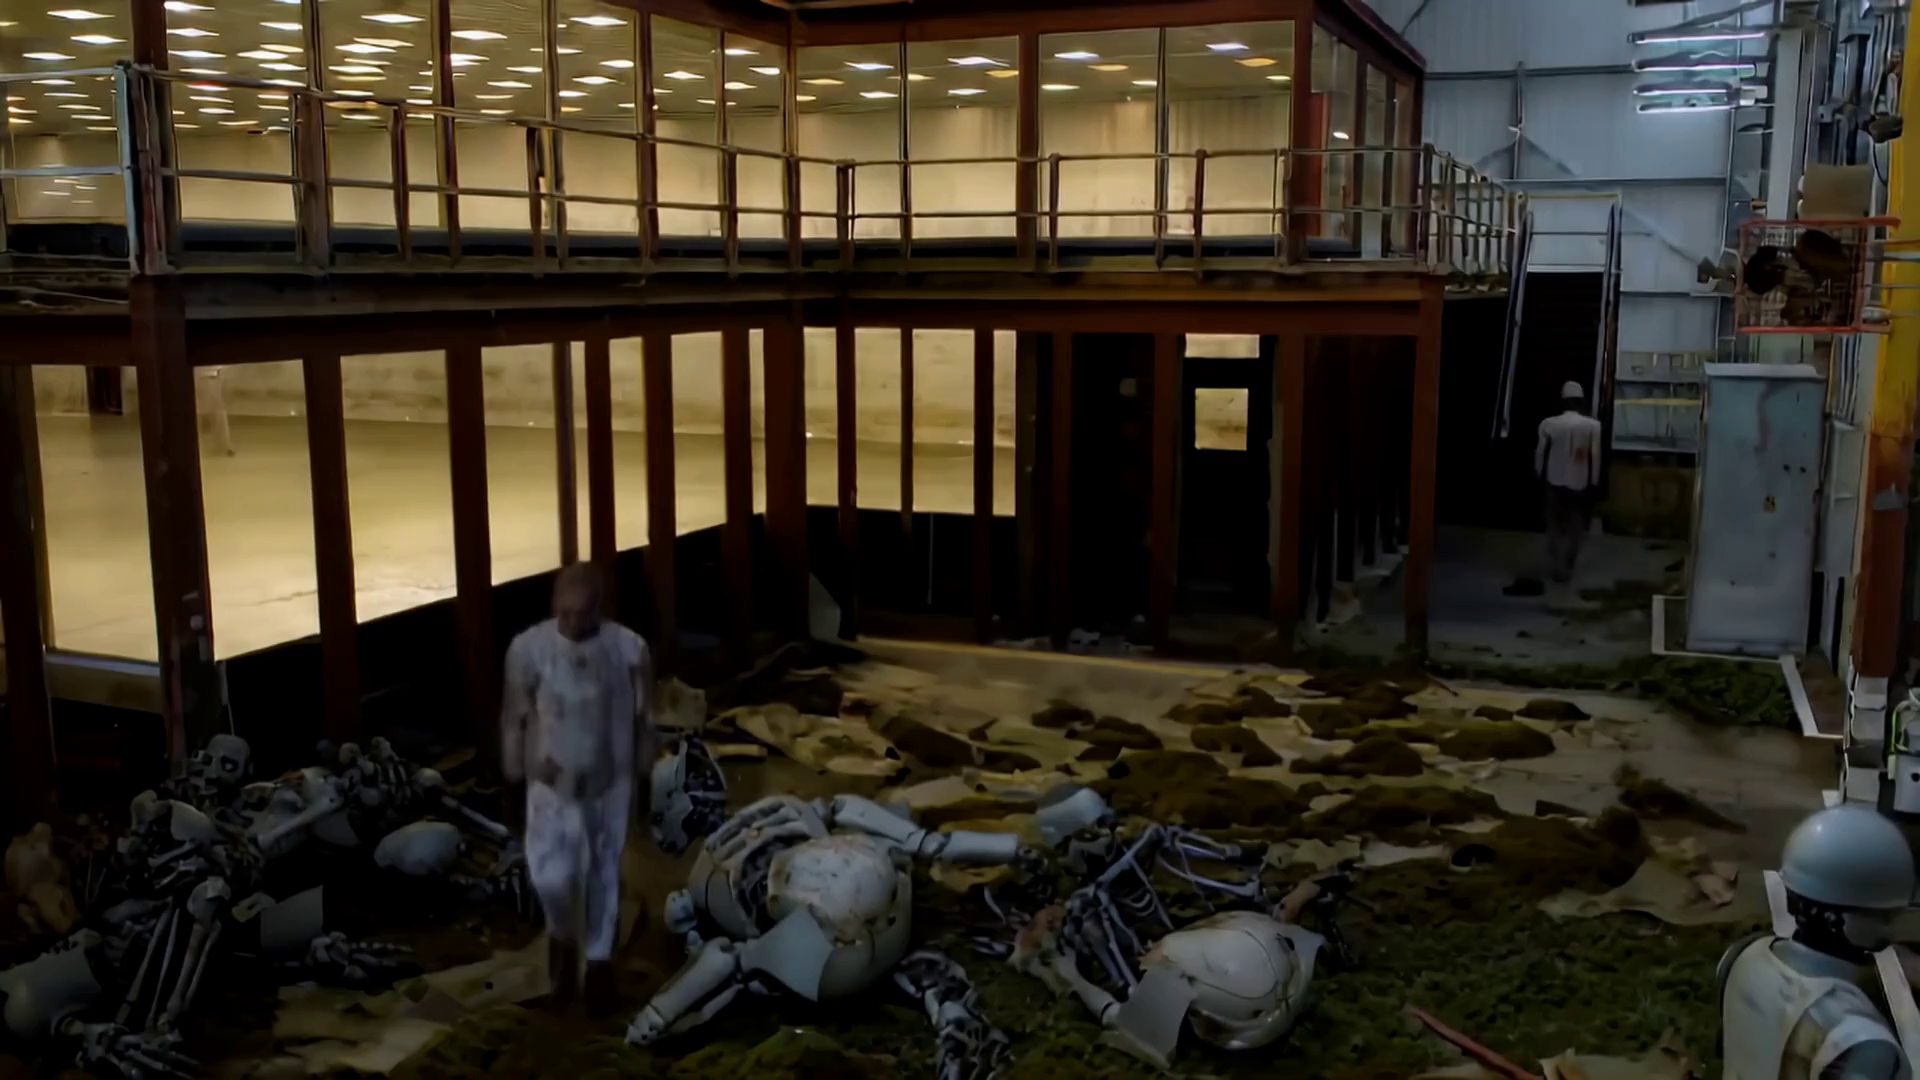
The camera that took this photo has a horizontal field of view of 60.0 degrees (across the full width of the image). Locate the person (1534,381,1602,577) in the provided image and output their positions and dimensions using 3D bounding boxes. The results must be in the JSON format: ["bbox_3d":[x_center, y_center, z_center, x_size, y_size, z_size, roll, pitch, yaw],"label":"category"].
[{"bbox_3d":[6.059,-0.599,16.604,0.627,1.969,0.858,3,10,18],"label":"person"}]

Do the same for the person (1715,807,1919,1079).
[{"bbox_3d":[1.820,1.517,3.581,0.386,1.948,0.601,0,9,-1],"label":"person"}]

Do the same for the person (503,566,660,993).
[{"bbox_3d":[-1.599,1.012,7.055,0.656,1.830,0.443,-1,9,-9],"label":"person"}]
